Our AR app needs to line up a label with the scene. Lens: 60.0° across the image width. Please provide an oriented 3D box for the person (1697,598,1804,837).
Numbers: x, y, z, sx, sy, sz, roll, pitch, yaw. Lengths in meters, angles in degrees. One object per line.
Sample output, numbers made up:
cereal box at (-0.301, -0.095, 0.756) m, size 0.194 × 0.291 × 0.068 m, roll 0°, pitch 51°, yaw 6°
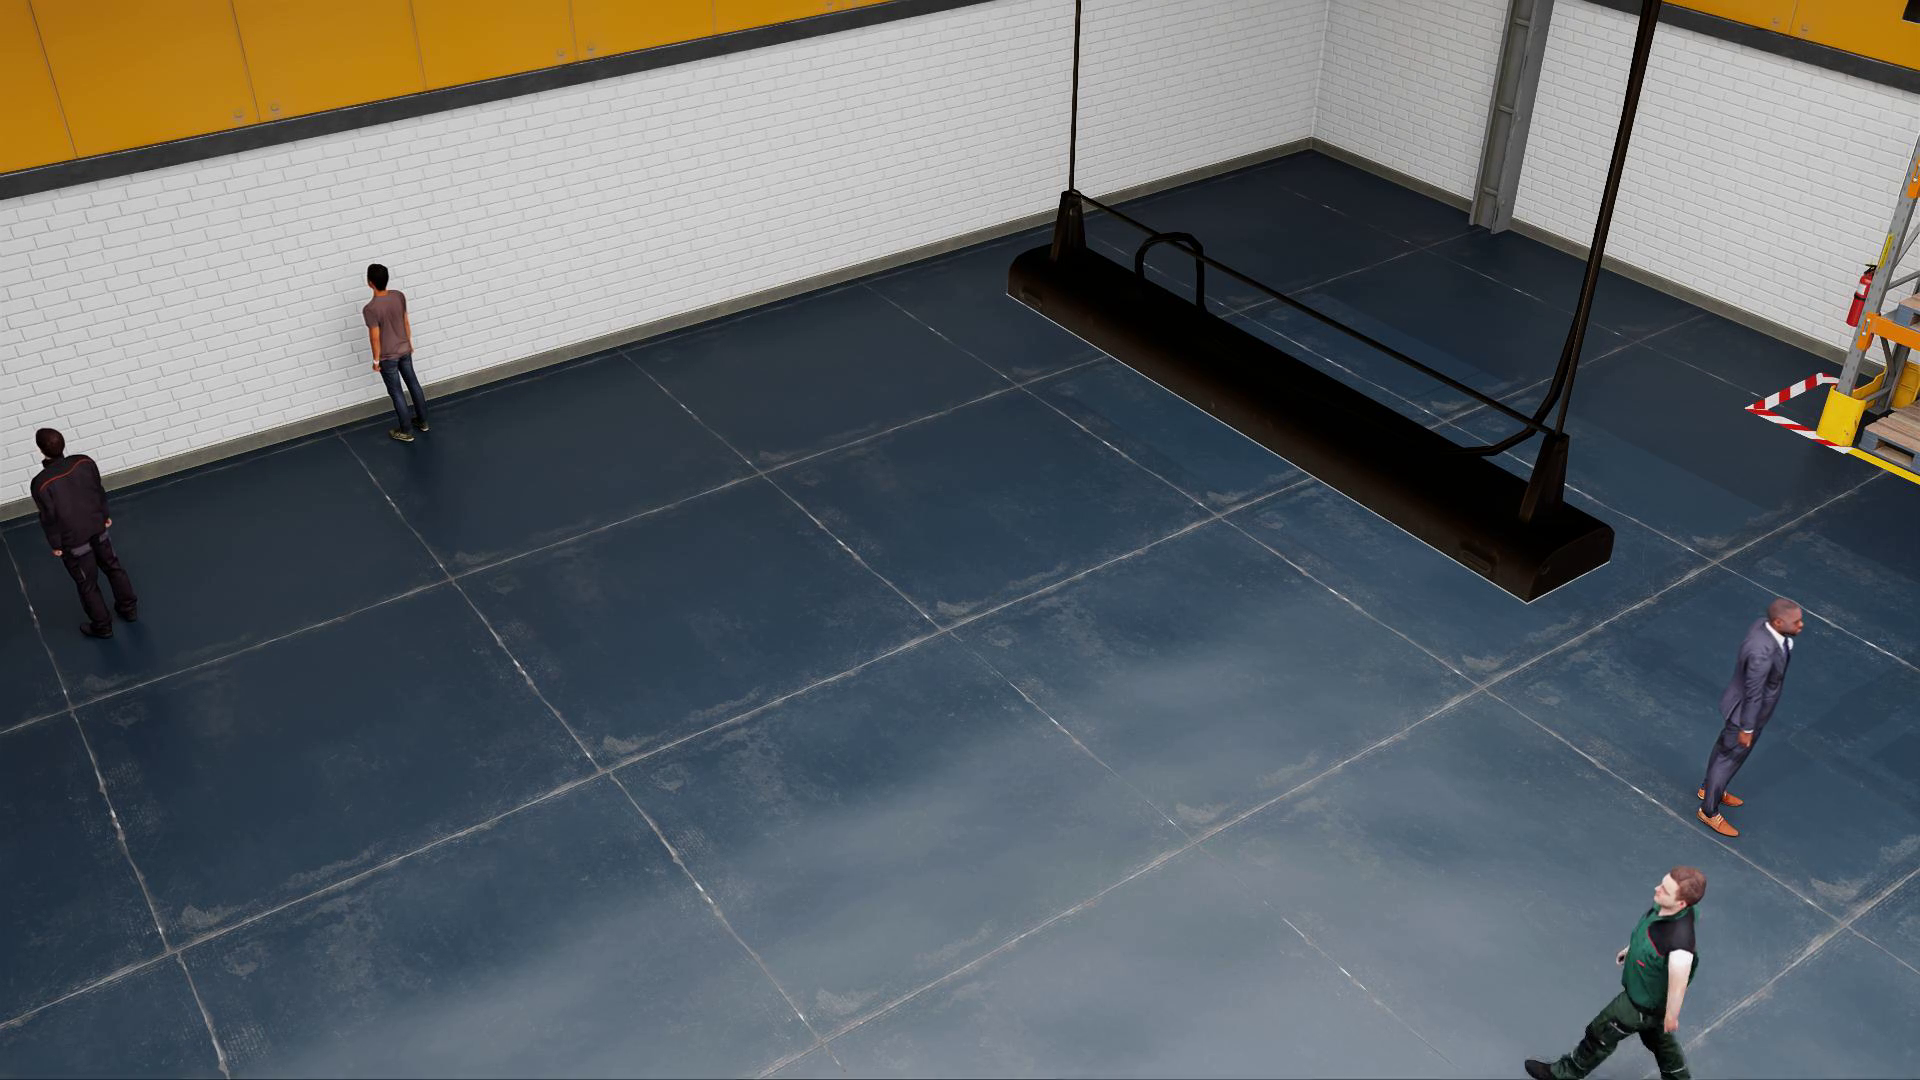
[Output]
person at (5.318, 1.141, 11.229) m, size 0.764 × 1.824 × 0.785 m, roll 16°, pitch 37°, yaw 23°

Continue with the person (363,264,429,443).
person at (-5.319, -1.773, 15.654) m, size 0.680 × 1.779 × 0.707 m, roll 19°, pitch 38°, yaw 26°

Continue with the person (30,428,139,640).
person at (-6.883, -0.066, 13.031) m, size 0.763 × 1.839 × 0.798 m, roll 16°, pitch 37°, yaw 22°

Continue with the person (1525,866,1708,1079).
person at (3.897, 2.497, 9.212) m, size 1.238 × 1.798 × 1.060 m, roll 12°, pitch 35°, yaw 17°
